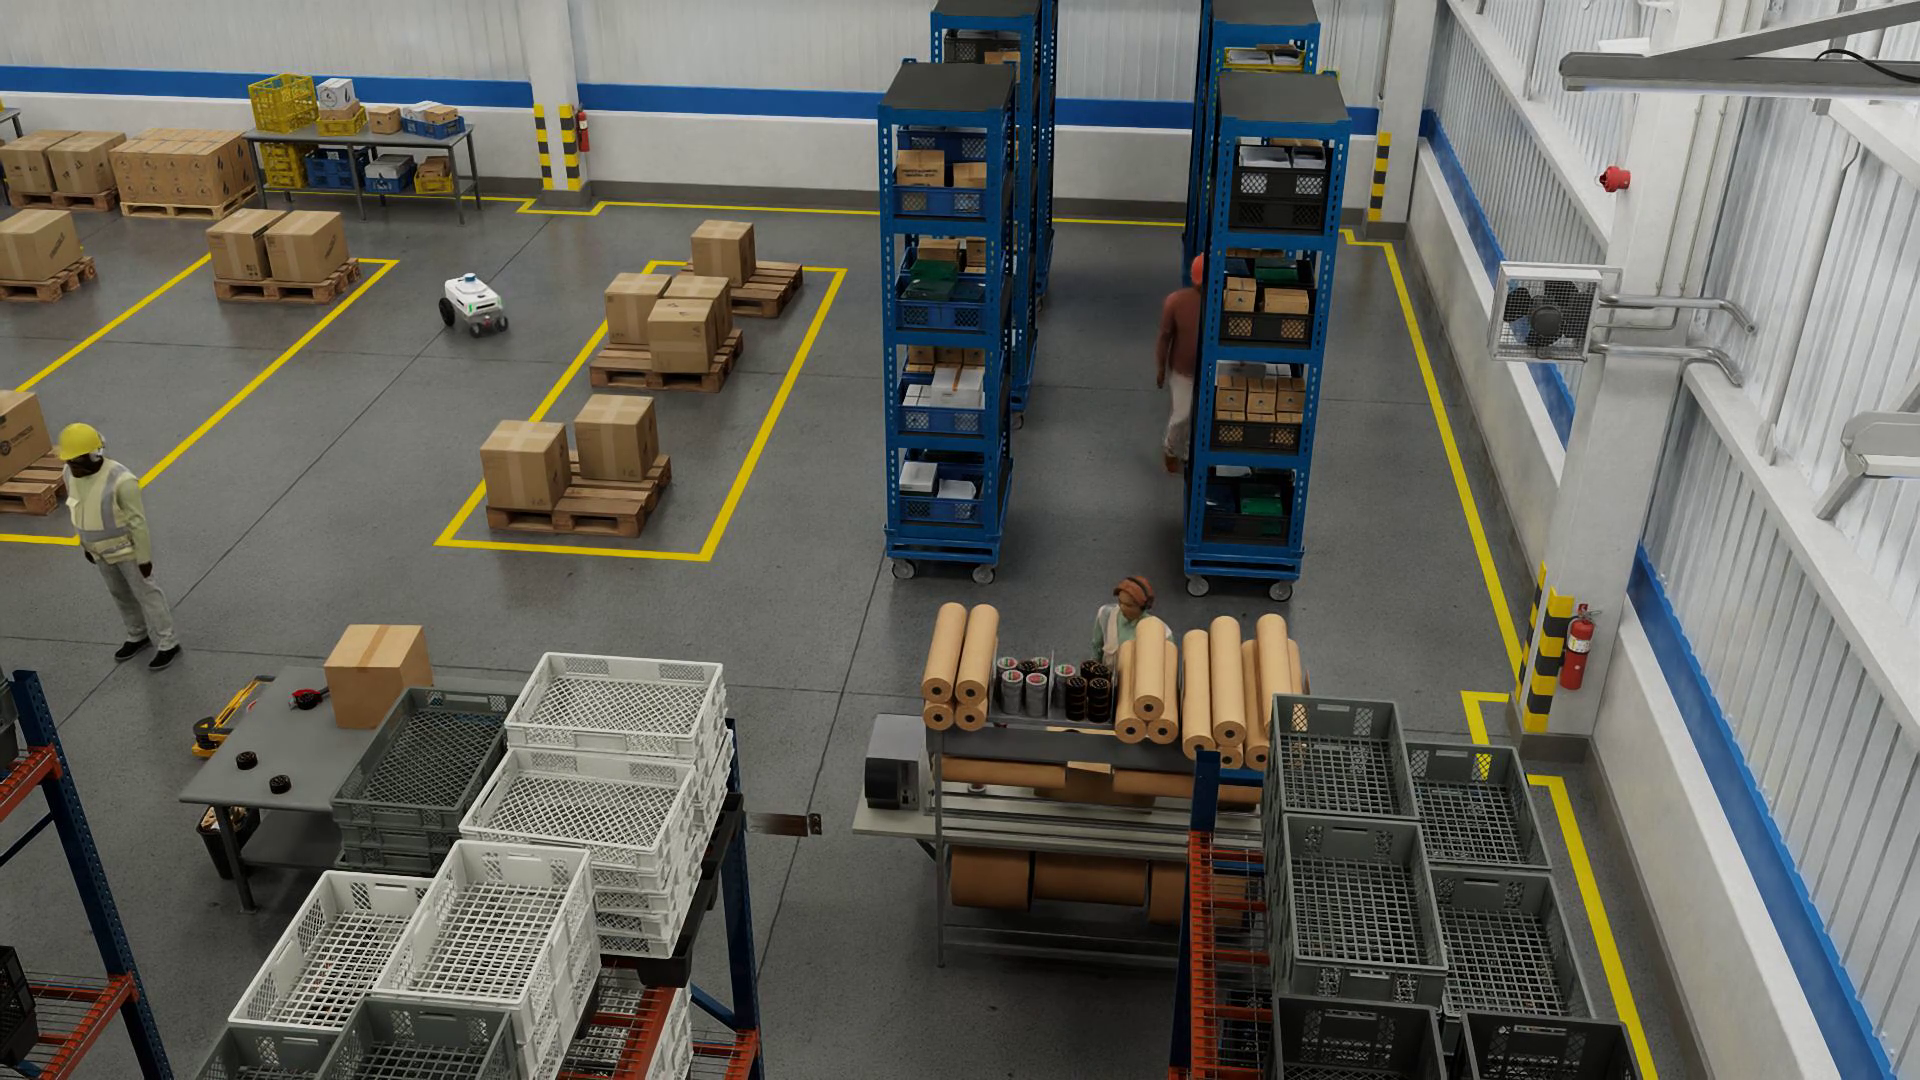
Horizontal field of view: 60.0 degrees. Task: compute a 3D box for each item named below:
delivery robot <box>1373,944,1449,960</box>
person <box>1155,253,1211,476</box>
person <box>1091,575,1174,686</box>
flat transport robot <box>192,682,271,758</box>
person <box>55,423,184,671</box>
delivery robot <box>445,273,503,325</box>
[{"bbox_3d":[2.455,2.030,8.790,0.477,0.478,0.707,18,35,27],"label":"delivery robot"},{"bbox_3d":[1.908,-1.389,13.346,0.644,1.969,0.448,-8,31,-13],"label":"person"},{"bbox_3d":[0.990,0.908,9.736,0.523,1.636,0.310,20,35,30],"label":"person"},{"bbox_3d":[-4.089,1.163,10.648,1.431,0.197,0.652,3,30,6],"label":"flat transport robot"},{"bbox_3d":[-5.620,0.037,11.053,0.597,1.824,0.403,12,32,20],"label":"person"},{"bbox_3d":[-4.791,-2.382,16.368,0.477,0.478,0.707,-19,35,-30],"label":"delivery robot"}]
